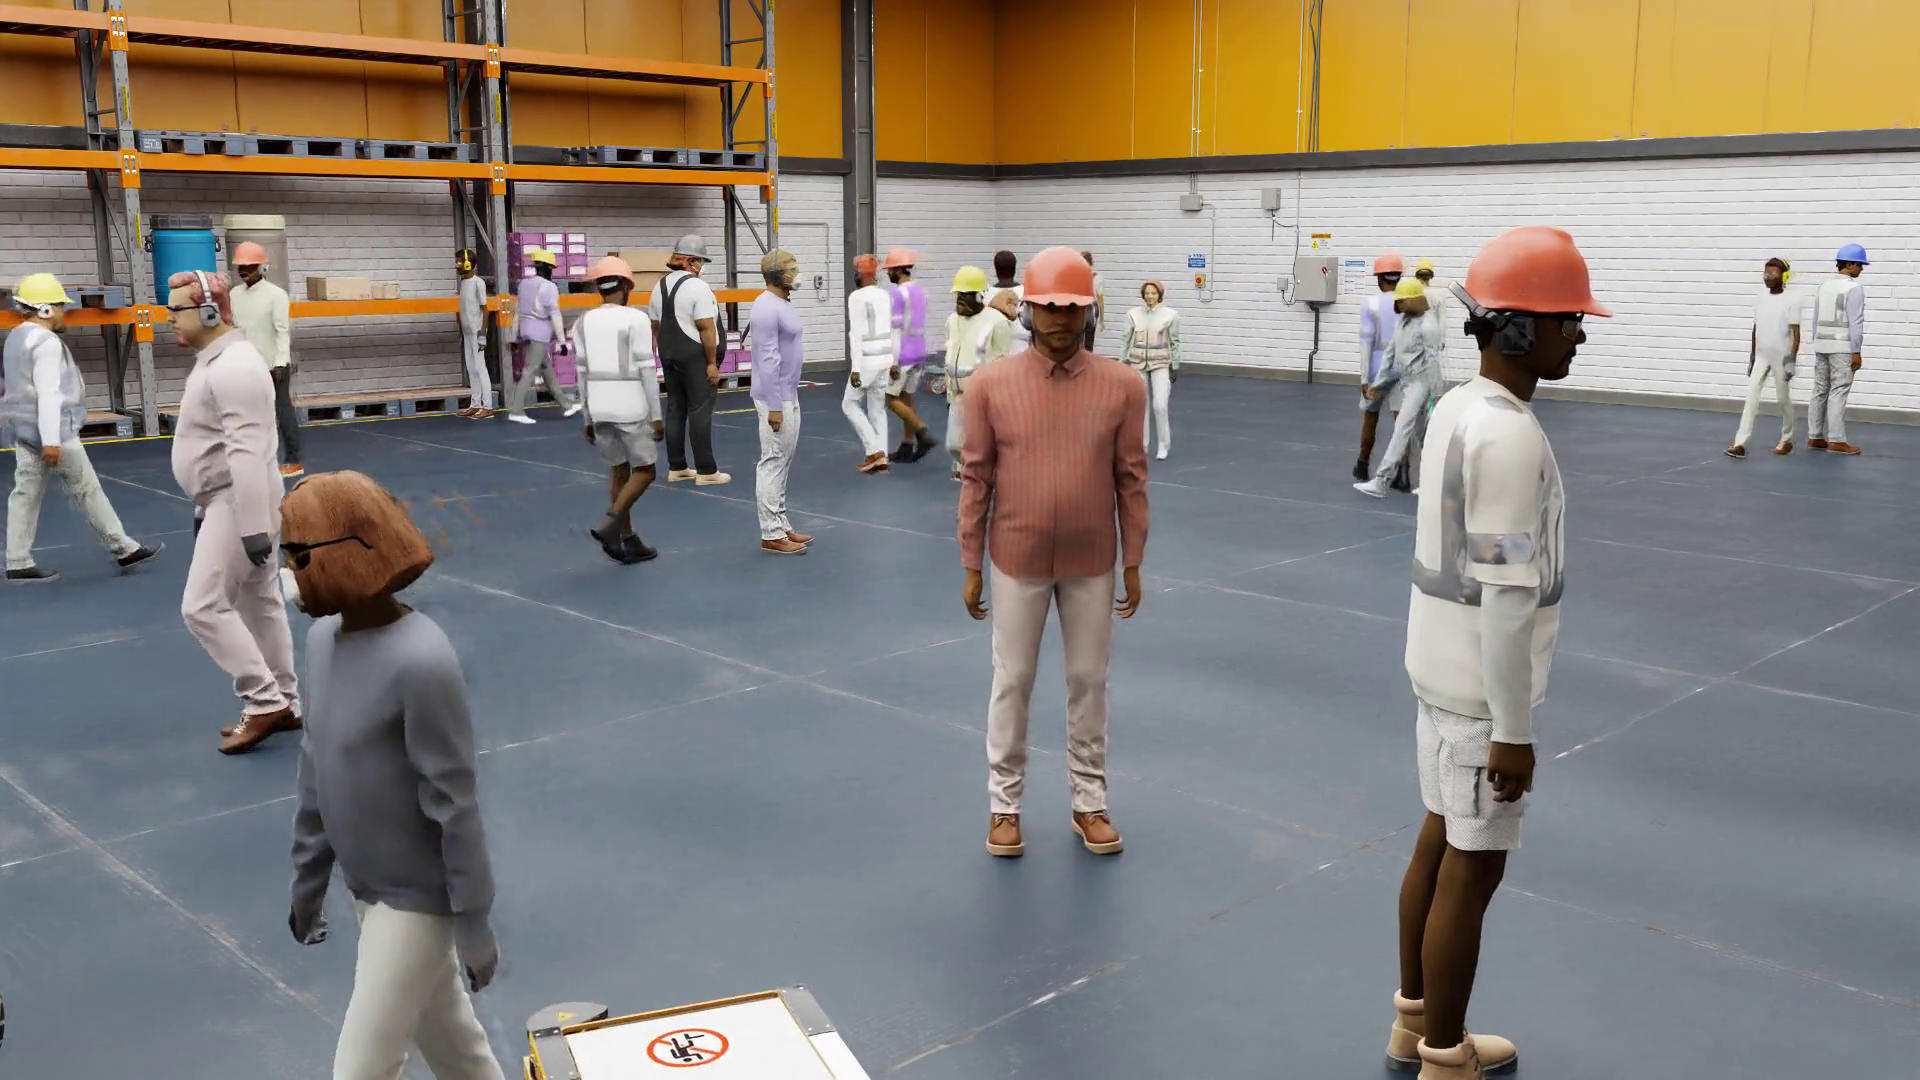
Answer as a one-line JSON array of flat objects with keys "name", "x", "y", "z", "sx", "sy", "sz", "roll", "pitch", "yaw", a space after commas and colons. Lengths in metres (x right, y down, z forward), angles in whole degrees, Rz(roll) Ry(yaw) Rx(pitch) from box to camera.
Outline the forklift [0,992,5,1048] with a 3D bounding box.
[{"name": "forklift", "x": -3.245, "y": 0.323, "z": 3.363, "sx": 2.313, "sy": 2.155, "sz": 1.214, "roll": 2, "pitch": 11, "yaw": 13}]

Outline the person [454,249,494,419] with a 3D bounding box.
[{"name": "person", "x": -5.400, "y": -2.273, "z": 18.418, "sx": 0.310, "sy": 1.864, "sz": 0.533, "roll": -9, "pitch": 14, "yaw": -42}]

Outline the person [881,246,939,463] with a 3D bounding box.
[{"name": "person", "x": -0.452, "y": -1.617, "z": 14.663, "sx": 0.513, "sy": 1.922, "sz": 0.554, "roll": 6, "pitch": 12, "yaw": 31}]

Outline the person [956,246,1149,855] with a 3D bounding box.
[{"name": "person", "x": 0.300, "y": 0.059, "z": 5.372, "sx": 0.618, "sy": 1.988, "sz": 0.405, "roll": -1, "pitch": 10, "yaw": -4}]

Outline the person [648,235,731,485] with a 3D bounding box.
[{"name": "person", "x": -2.171, "y": -1.477, "z": 13.600, "sx": 0.673, "sy": 2.000, "sz": 0.535, "roll": 9, "pitch": 14, "yaw": 40}]

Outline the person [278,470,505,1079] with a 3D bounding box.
[{"name": "person", "x": -1.125, "y": 0.682, "z": 3.023, "sx": 0.799, "sy": 1.593, "sz": 0.508, "roll": -9, "pitch": 14, "yaw": -42}]

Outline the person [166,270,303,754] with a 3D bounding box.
[{"name": "person", "x": -2.875, "y": -0.109, "z": 6.565, "sx": 0.484, "sy": 1.889, "sz": 0.665, "roll": -5, "pitch": 11, "yaw": -24}]

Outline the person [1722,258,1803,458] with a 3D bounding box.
[{"name": "person", "x": 7.385, "y": -1.650, "z": 15.151, "sx": 0.968, "sy": 1.818, "sz": 0.545, "roll": -7, "pitch": 12, "yaw": -33}]

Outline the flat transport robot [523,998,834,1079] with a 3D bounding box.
[{"name": "flat transport robot", "x": -0.459, "y": 1.282, "z": 3.385, "sx": 0.652, "sy": 0.197, "sz": 1.431, "roll": -4, "pitch": 11, "yaw": -22}]

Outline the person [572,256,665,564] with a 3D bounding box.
[{"name": "person", "x": -2.093, "y": -0.769, "z": 10.134, "sx": 0.627, "sy": 1.897, "sz": 0.619, "roll": 5, "pitch": 11, "yaw": 25}]

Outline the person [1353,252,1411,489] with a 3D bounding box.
[{"name": "person", "x": 3.468, "y": -1.367, "z": 13.440, "sx": 0.557, "sy": 1.892, "sz": 0.968, "roll": 0, "pitch": 10, "yaw": -1}]

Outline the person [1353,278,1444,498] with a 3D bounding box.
[{"name": "person", "x": 3.414, "y": -1.162, "z": 12.825, "sx": 0.897, "sy": 1.693, "sz": 0.499, "roll": -2, "pitch": 11, "yaw": -12}]

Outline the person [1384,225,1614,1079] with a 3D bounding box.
[{"name": "person", "x": 1.218, "y": 0.321, "z": 3.784, "sx": 0.395, "sy": 2.042, "sz": 0.611, "roll": 1, "pitch": 10, "yaw": 6}]

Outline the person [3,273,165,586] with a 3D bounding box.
[{"name": "person", "x": -5.226, "y": -0.651, "z": 9.748, "sx": 0.623, "sy": 1.791, "sz": 0.904, "roll": 9, "pitch": 14, "yaw": 40}]

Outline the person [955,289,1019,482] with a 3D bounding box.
[{"name": "person", "x": 0.330, "y": -1.253, "z": 13.594, "sx": 0.829, "sy": 1.580, "sz": 0.514, "roll": -2, "pitch": 10, "yaw": -8}]

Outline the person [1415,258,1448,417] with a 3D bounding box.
[{"name": "person", "x": 5.149, "y": -2.244, "z": 18.525, "sx": 0.524, "sy": 1.770, "sz": 0.314, "roll": 3, "pitch": 11, "yaw": 15}]

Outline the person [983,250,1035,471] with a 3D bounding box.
[{"name": "person", "x": 0.403, "y": -1.484, "z": 14.017, "sx": 0.614, "sy": 1.900, "sz": 0.547, "roll": 0, "pitch": 10, "yaw": 1}]

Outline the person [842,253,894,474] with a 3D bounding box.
[{"name": "person", "x": -0.771, "y": -1.477, "z": 14.061, "sx": 0.412, "sy": 1.866, "sz": 0.609, "roll": 6, "pitch": 12, "yaw": 30}]

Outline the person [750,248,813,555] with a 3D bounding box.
[{"name": "person", "x": -1.146, "y": -0.880, "z": 10.625, "sx": 0.372, "sy": 1.940, "sz": 0.630, "roll": 1, "pitch": 10, "yaw": 3}]

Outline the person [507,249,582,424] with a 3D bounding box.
[{"name": "person", "x": -4.532, "y": -2.200, "z": 18.033, "sx": 0.614, "sy": 1.860, "sz": 0.995, "roll": 10, "pitch": 14, "yaw": 43}]

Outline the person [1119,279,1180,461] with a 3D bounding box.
[{"name": "person", "x": 1.714, "y": -1.544, "z": 15.083, "sx": 0.531, "sy": 1.633, "sz": 0.398, "roll": 5, "pitch": 11, "yaw": 25}]

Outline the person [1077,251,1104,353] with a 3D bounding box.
[{"name": "person", "x": 1.735, "y": -3.061, "z": 22.856, "sx": 0.514, "sy": 1.818, "sz": 0.789, "roll": -1, "pitch": 10, "yaw": -6}]

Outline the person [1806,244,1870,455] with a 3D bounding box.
[{"name": "person", "x": 8.166, "y": -1.768, "z": 15.457, "sx": 0.402, "sy": 1.941, "sz": 0.602, "roll": -1, "pitch": 10, "yaw": -7}]

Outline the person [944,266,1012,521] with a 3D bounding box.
[{"name": "person", "x": 0.138, "y": -1.042, "z": 11.863, "sx": 0.594, "sy": 1.813, "sz": 0.539, "roll": 10, "pitch": 14, "yaw": 42}]

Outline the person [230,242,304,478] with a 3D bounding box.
[{"name": "person", "x": -5.809, "y": -1.449, "z": 13.674, "sx": 0.659, "sy": 1.952, "sz": 0.915, "roll": 4, "pitch": 11, "yaw": 20}]
